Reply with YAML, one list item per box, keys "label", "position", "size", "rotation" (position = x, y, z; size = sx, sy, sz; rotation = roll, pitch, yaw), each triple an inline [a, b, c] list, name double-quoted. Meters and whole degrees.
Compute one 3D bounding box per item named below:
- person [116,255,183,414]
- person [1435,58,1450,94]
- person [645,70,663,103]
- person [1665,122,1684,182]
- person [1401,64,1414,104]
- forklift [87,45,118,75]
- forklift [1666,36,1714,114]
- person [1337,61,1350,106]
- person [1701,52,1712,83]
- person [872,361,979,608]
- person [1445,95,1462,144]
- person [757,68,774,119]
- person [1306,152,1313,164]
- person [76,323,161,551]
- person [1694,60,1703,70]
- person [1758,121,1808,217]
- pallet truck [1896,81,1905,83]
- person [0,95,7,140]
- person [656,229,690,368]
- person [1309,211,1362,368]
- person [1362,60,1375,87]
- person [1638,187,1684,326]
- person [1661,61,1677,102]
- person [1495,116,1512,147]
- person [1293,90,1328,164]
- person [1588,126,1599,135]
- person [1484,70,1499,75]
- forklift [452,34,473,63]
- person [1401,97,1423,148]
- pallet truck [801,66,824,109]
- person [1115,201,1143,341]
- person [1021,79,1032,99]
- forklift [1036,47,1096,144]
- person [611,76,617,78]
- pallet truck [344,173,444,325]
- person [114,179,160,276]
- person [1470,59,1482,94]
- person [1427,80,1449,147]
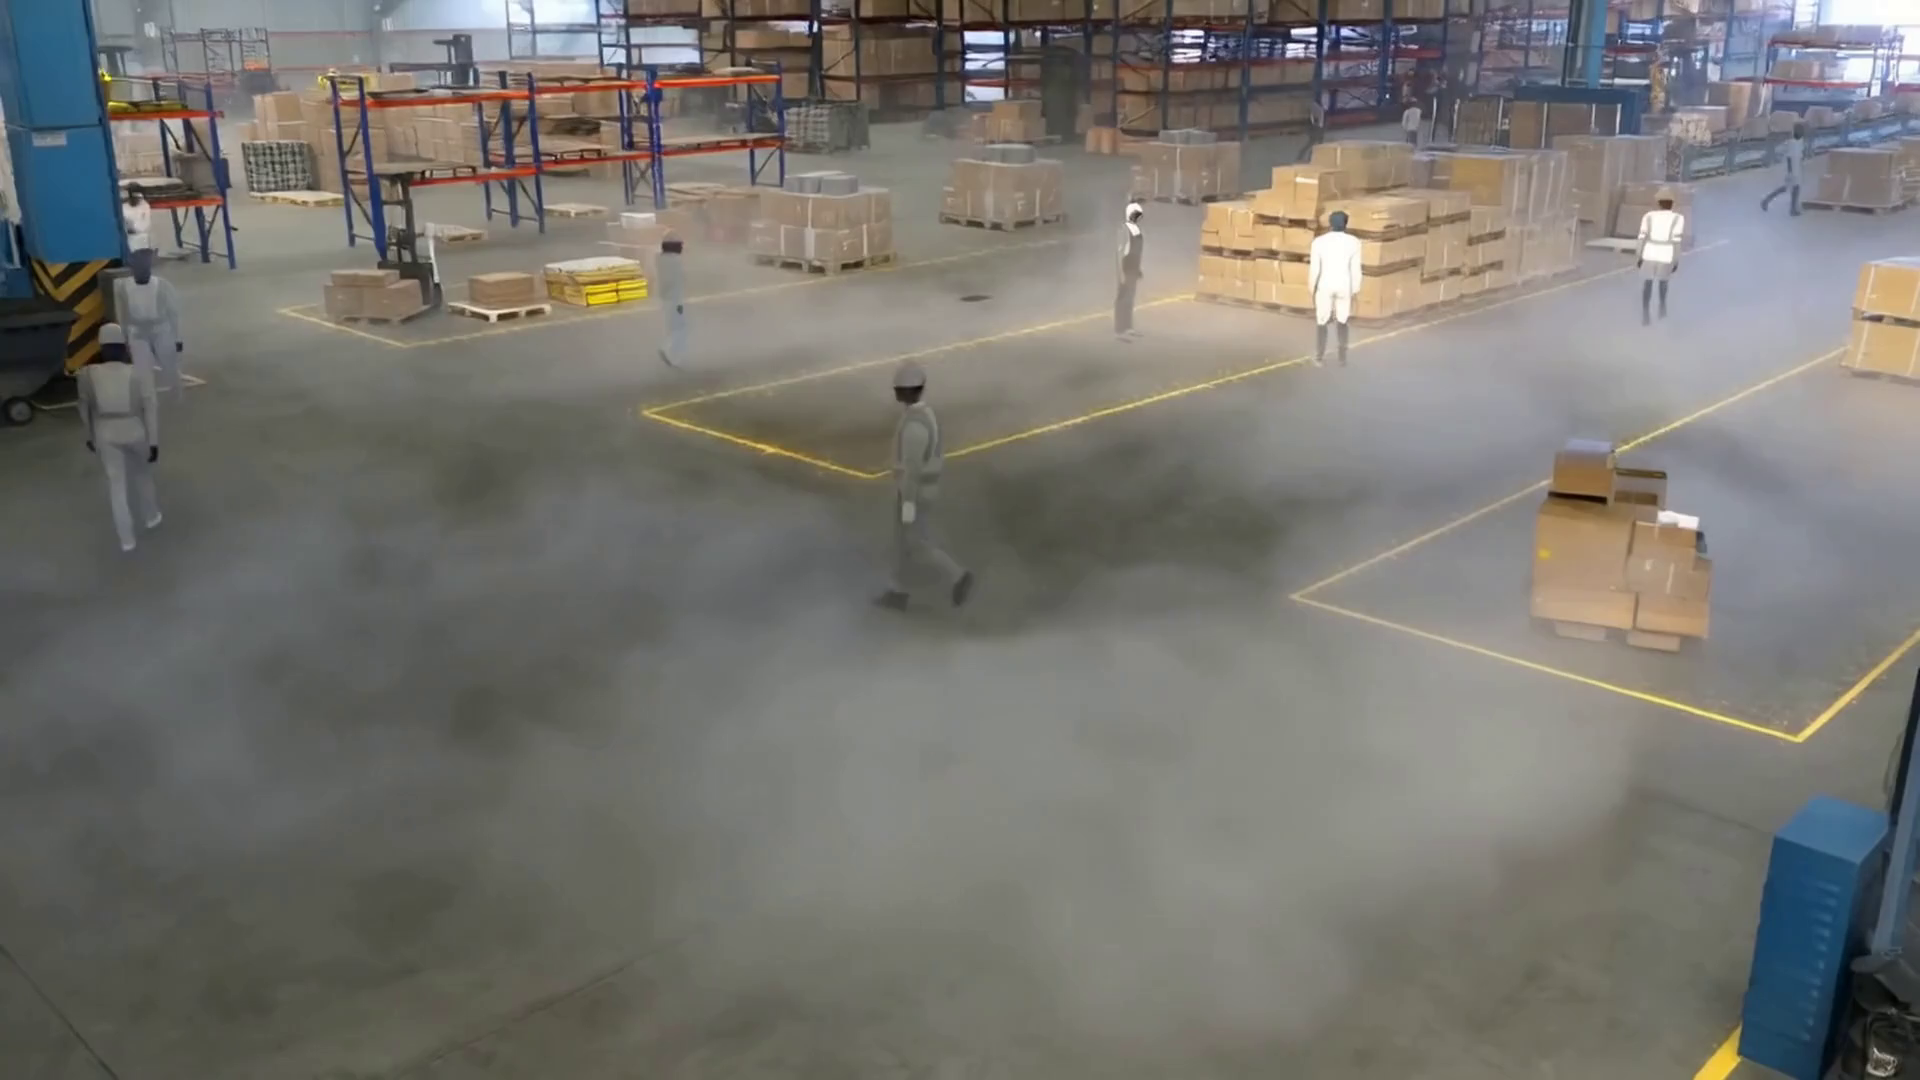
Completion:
- label: "person"
  position: [-8.819, -2.235, 18.200]
  size: [0.634, 1.808, 0.930]
  rotation: [-4, 19, -12]
- label: "person"
  position: [19.024, -18.014, 65.590]
  size: [0.518, 1.895, 0.663]
  rotation: [-15, 23, -37]
- label: "person"
  position: [-10.371, -14.988, 56.463]
  size: [0.593, 1.909, 0.384]
  rotation: [4, 19, 12]
- label: "person"
  position: [15.868, -8.427, 37.021]
  size: [0.318, 1.697, 0.535]
  rotation: [-1, 18, -3]
- label: "person"
  position: [18.142, -18.444, 67.341]
  size: [0.509, 1.613, 0.502]
  rotation: [14, 23, 36]
- label: "forklift"
  position: [-26.944, -14.161, 52.447]
  size: [1.873, 2.768, 1.129]
  rotation: [6, 19, 18]
- label: "forklift"
  position: [27.341, -17.291, 61.877]
  size: [1.129, 2.768, 1.873]
  rotation: [17, 25, 41]
- label: "person"
  position: [15.508, -18.431, 66.864]
  size: [0.664, 1.883, 0.669]
  rotation: [4, 19, 13]
- label: "person"
  position: [32.249, -20.190, 72.155]
  size: [0.549, 1.899, 0.923]
  rotation: [16, 24, 40]
- label: "person"
  position: [-0.273, -0.387, 12.444]
  size: [0.717, 1.927, 0.614]
  rotation: [-1, 18, -4]
- label: "person"
  position: [14.358, -12.121, 48.308]
  size: [0.503, 1.601, 0.770]
  rotation: [16, 24, 39]
- label: "person"
  position: [-7.048, -16.131, 60.110]
  size: [0.690, 1.776, 0.935]
  rotation: [2, 18, 5]
- label: "person"
  position: [5.879, -5.596, 28.147]
  size: [0.597, 1.916, 0.370]
  rotation: [-7, 20, -21]
- label: "person"
  position: [-7.072, -0.891, 14.040]
  size: [0.608, 1.878, 0.981]
  rotation: [-7, 19, -19]
- label: "person"
  position: [29.283, -18.152, 66.115]
  size: [0.600, 1.827, 0.404]
  rotation: [-9, 21, -26]
- label: "person"
  position: [17.065, -7.658, 34.332]
  size: [0.616, 1.940, 0.822]
  rotation: [-15, 24, -38]
- label: "pallet truck"
  position: [34.802, -16.331, 61.455]
  size: [0.653, 1.274, 1.630]
  rotation: [17, 25, 41]
- label: "person"
  position: [-29.084, -13.120, 50.890]
  size: [0.632, 1.880, 1.063]
  rotation: [6, 19, 16]
- label: "person"
  position: [-3.562, -2.949, 20.468]
  size: [0.497, 1.733, 0.426]
  rotation: [17, 25, 41]
- label: "person"
  position: [4.616, -3.091, 20.575]
  size: [0.628, 1.934, 0.375]
  rotation: [2, 18, 6]
- label: "person"
  position: [18.416, -21.068, 74.911]
  size: [0.429, 1.815, 0.601]
  rotation: [-13, 23, -35]
- label: "person"
  position: [9.821, -3.991, 23.348]
  size: [0.573, 1.888, 0.962]
  rotation: [11, 21, 30]
- label: "person"
  position: [29.401, -18.989, 68.908]
  size: [0.536, 1.655, 0.853]
  rotation: [14, 23, 37]
- label: "person"
  position: [11.957, -8.415, 36.727]
  size: [0.329, 1.865, 0.514]
  rotation: [17, 25, 42]
- label: "person"
  position: [9.277, -10.797, 43.622]
  size: [0.914, 2.000, 0.684]
  rotation: [0, 18, 1]
- label: "person"
  position: [13.383, -7.890, 35.322]
  size: [0.531, 1.754, 0.385]
  rotation: [-2, 18, -5]
- label: "person"
  position: [22.924, -20.131, 71.761]
  size: [0.602, 2.035, 0.398]
  rotation: [7, 20, 20]
- label: "forklift"
  position: [-19.328, -18.330, 65.007]
  size: [1.129, 2.768, 1.873]
  rotation: [17, 25, 41]
- label: "person"
  position: [12.184, -11.034, 44.811]
  size: [0.539, 1.748, 0.534]
  rotation: [-1, 18, -2]
- label: "pallet truck"
  position: [-4.812, -15.182, 56.903]
  size: [0.823, 1.965, 1.885]
  rotation: [-9, 21, -26]
- label: "person"
  position: [2.281, -3.612, 22.289]
  size: [0.345, 1.841, 0.506]
  rotation: [12, 22, 32]
- label: "person"
  position: [2.067, -13.216, 51.159]
  size: [0.354, 1.883, 0.573]
  rotation: [7, 20, 20]
- label: "forklift"
  position: [3.232, -13.597, 50.747]
  size: [1.129, 2.768, 1.873]
  rotation: [17, 25, 41]
- label: "person"
  position: [-11.929, -15.252, 57.689]
  size: [0.509, 1.629, 0.315]
  rotation: [15, 24, 38]
- label: "pallet truck"
  position: [-8.209, -4.181, 23.757]
  size: [0.823, 1.965, 1.885]
  rotation: [3, 19, 9]
- label: "person"
  position: [-11.886, -4.258, 24.110]
  size: [0.377, 1.920, 0.586]
  rotation: [8, 20, 22]
- label: "person"
  position: [22.083, -19.688, 70.987]
  size: [0.595, 1.679, 0.544]
  rotation: [-16, 24, -40]
- label: "person"
  position: [14.154, -12.611, 49.238]
  size: [0.699, 1.954, 0.688]
  rotation: [-10, 21, -27]
